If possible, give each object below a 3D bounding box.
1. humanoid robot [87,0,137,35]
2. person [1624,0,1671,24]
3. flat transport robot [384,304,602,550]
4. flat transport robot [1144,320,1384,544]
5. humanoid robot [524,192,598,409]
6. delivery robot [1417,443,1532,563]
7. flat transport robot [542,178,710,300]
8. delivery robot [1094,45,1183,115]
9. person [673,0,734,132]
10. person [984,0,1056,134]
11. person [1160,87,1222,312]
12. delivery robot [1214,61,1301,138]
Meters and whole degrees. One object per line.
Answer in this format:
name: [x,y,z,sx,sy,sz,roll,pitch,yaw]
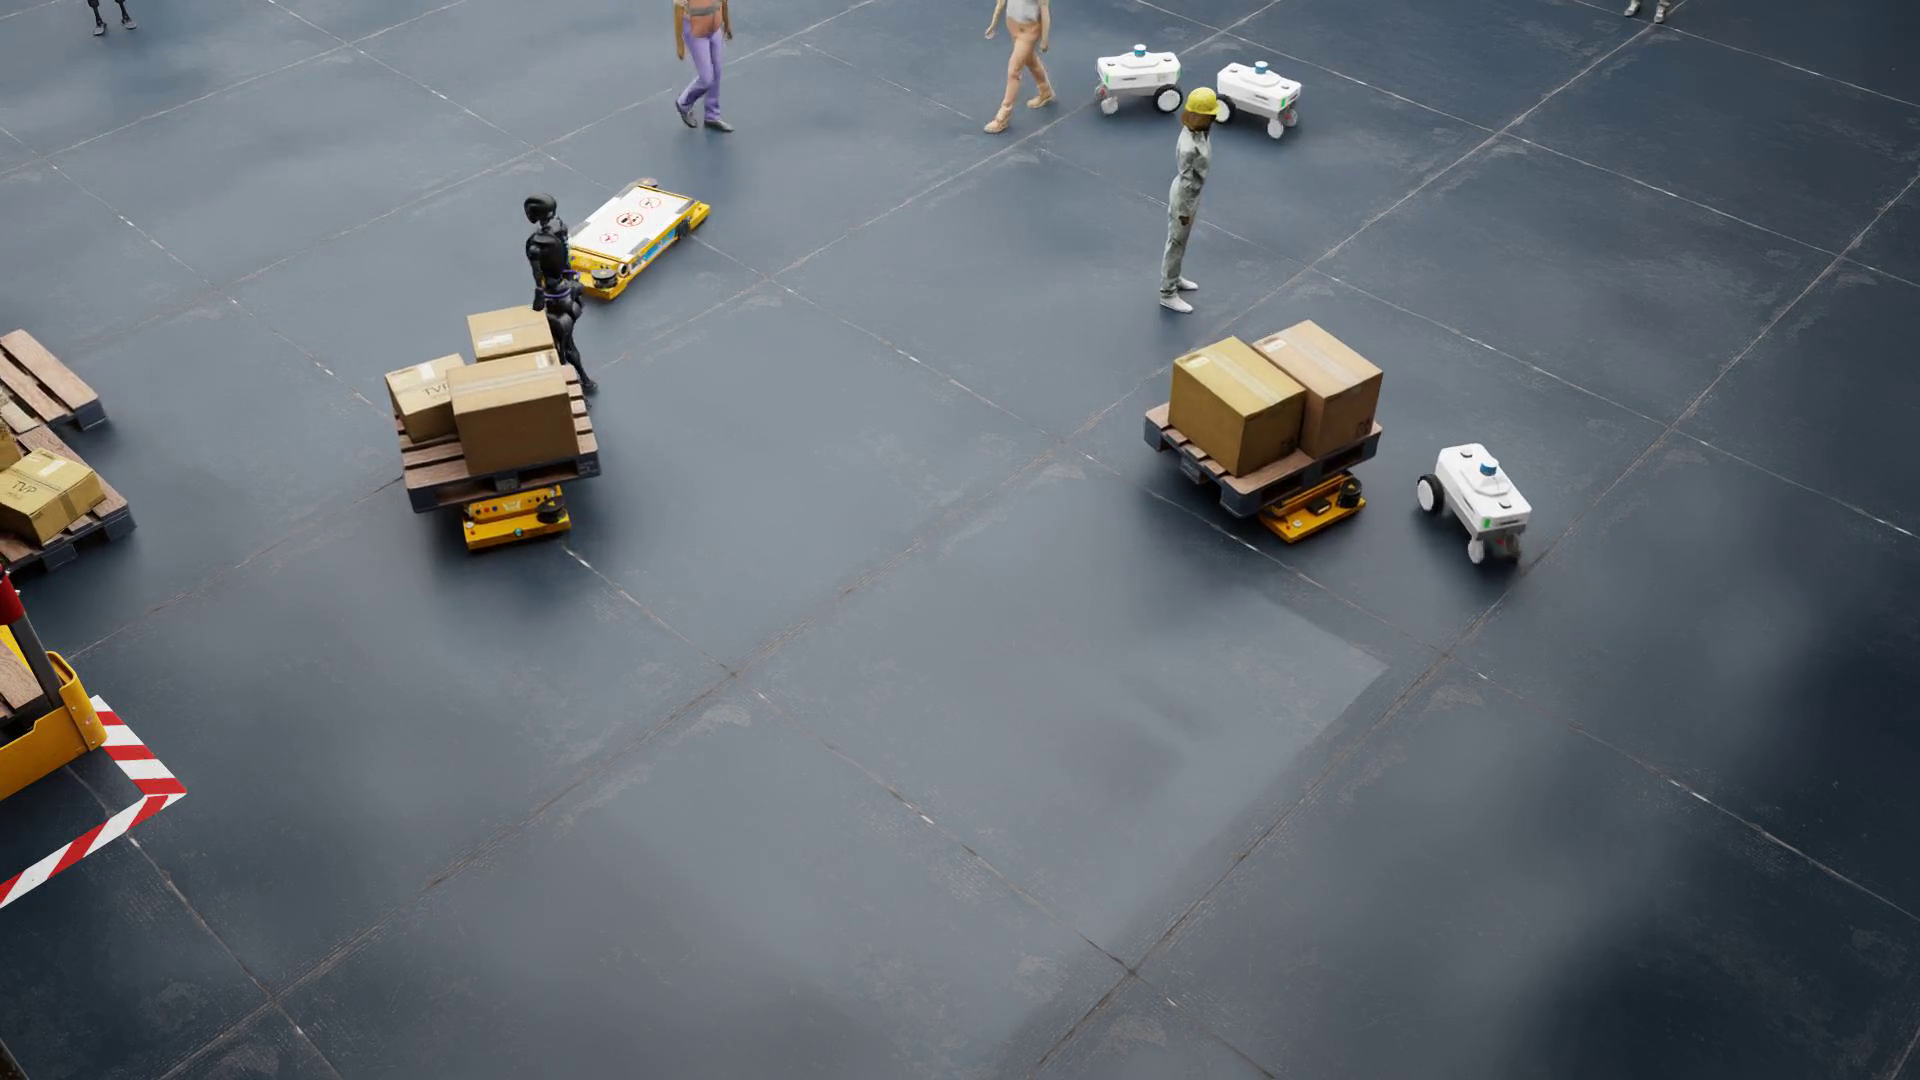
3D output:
humanoid robot: [-8.228,-5.624,15.714,0.599,1.657,0.315,-17,45,-18]
person: [6.788,-5.895,15.913,0.568,1.831,0.408,19,45,20]
flat transport robot: [-3.049,-0.508,11.091,0.659,0.231,1.431,-13,44,-14]
flat transport robot: [1.983,-0.544,11.130,0.659,0.231,1.431,-24,47,-24]
humanoid robot: [-2.733,-1.594,11.239,0.329,1.645,0.600,8,43,8]
delivery robot: [3.315,-0.276,10.623,0.499,0.600,0.802,-10,43,-11]
flat transport robot: [-2.645,-2.409,13.204,0.659,0.231,1.431,18,45,19]
delivery robot: [1.625,-4.141,14.923,0.781,0.605,0.499,-7,42,-7]
person: [-2.201,-4.330,14.177,0.467,1.822,0.608,22,47,23]
person: [0.570,-4.426,14.383,0.878,1.690,0.495,-27,49,-27]
person: [1.696,-2.519,12.223,0.317,1.743,0.487,11,43,12]
delivery robot: [2.607,-3.931,14.682,0.781,0.595,0.499,27,48,26]
